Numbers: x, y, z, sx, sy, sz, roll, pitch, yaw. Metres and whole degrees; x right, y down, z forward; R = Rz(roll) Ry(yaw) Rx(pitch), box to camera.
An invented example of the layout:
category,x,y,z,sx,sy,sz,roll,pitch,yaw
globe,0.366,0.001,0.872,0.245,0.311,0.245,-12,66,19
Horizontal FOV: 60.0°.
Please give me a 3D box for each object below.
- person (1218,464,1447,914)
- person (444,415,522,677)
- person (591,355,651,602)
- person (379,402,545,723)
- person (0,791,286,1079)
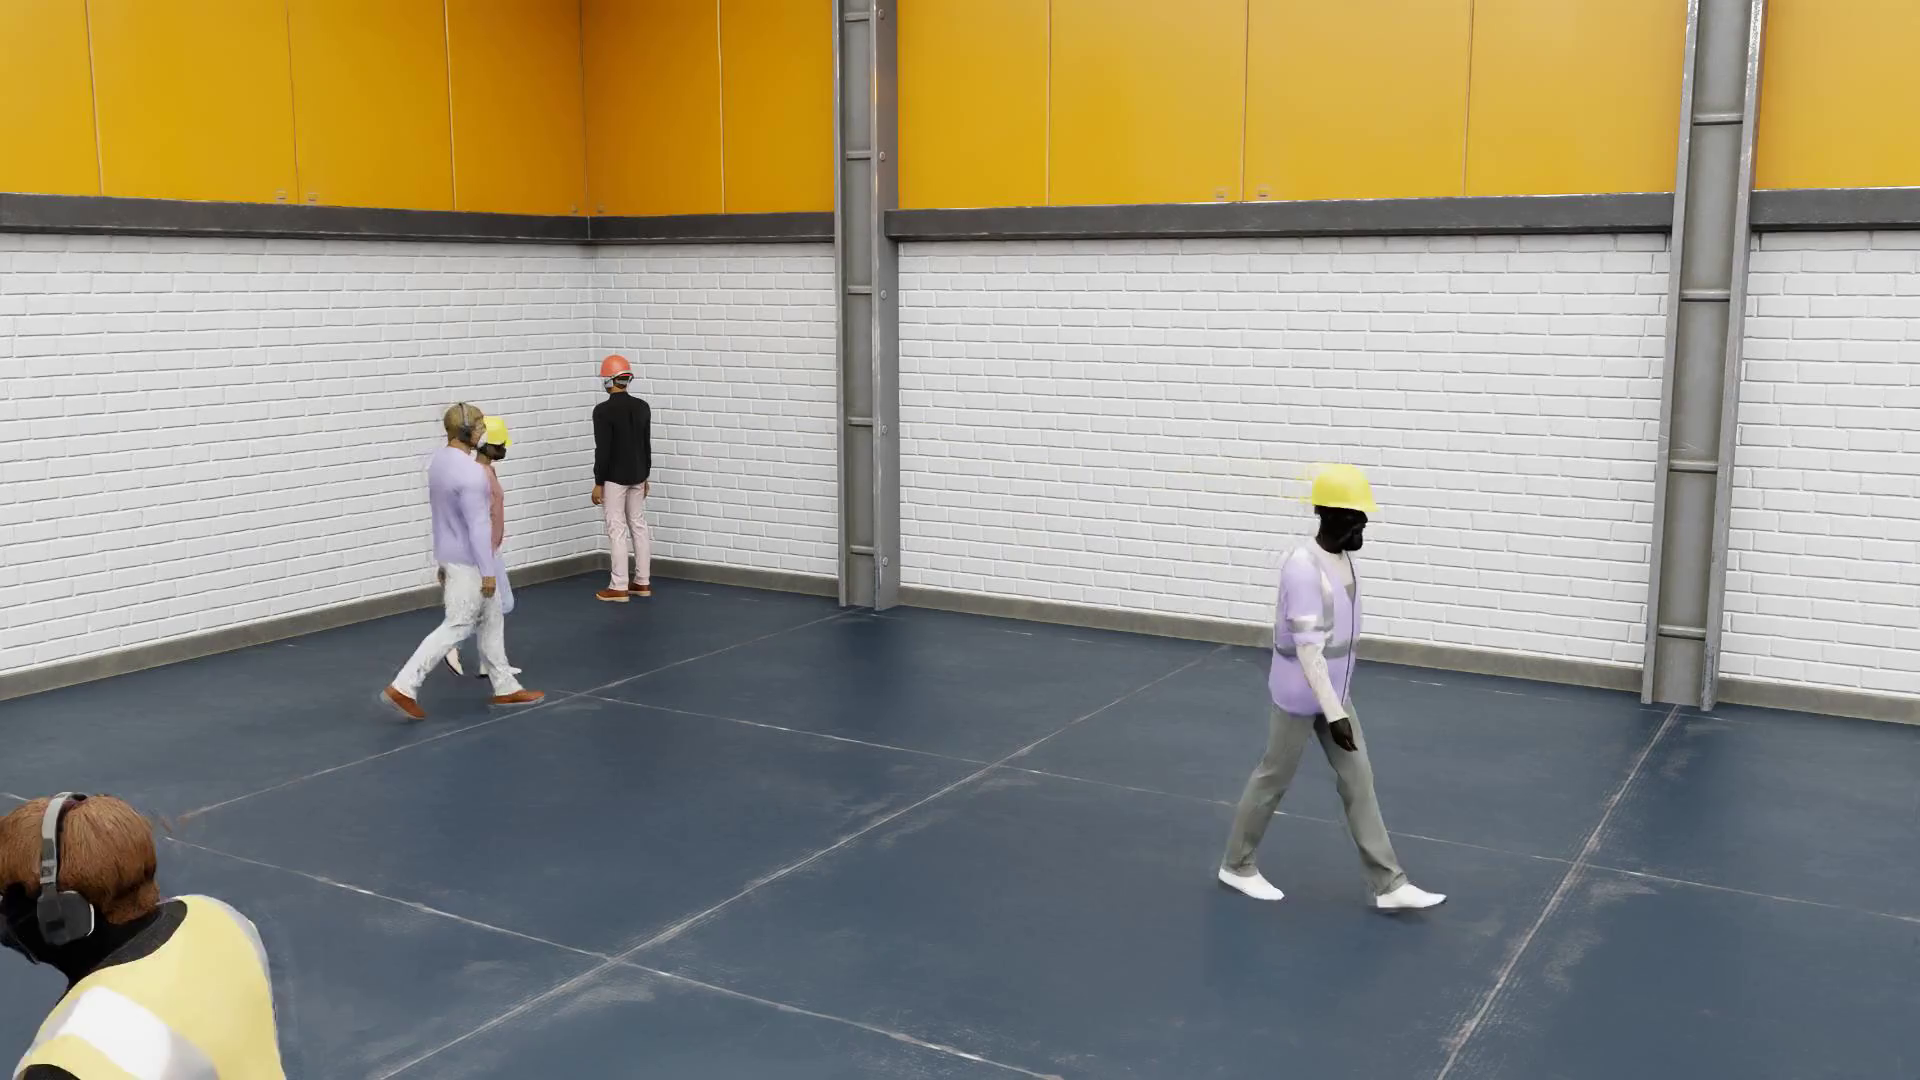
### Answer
category,x,y,z,sx,sy,sz,roll,pitch,yaw
person,1.502,0.624,6.833,0.970,1.877,0.603,7,12,38
person,-3.100,0.064,10.723,0.493,1.742,0.572,-3,10,-19
person,-2.753,-0.500,13.484,0.388,1.992,0.625,6,11,32
person,-2.996,0.129,9.866,0.965,1.905,0.643,-6,11,-31
person,-1.393,1.302,2.807,0.637,1.815,0.663,-1,9,-6
